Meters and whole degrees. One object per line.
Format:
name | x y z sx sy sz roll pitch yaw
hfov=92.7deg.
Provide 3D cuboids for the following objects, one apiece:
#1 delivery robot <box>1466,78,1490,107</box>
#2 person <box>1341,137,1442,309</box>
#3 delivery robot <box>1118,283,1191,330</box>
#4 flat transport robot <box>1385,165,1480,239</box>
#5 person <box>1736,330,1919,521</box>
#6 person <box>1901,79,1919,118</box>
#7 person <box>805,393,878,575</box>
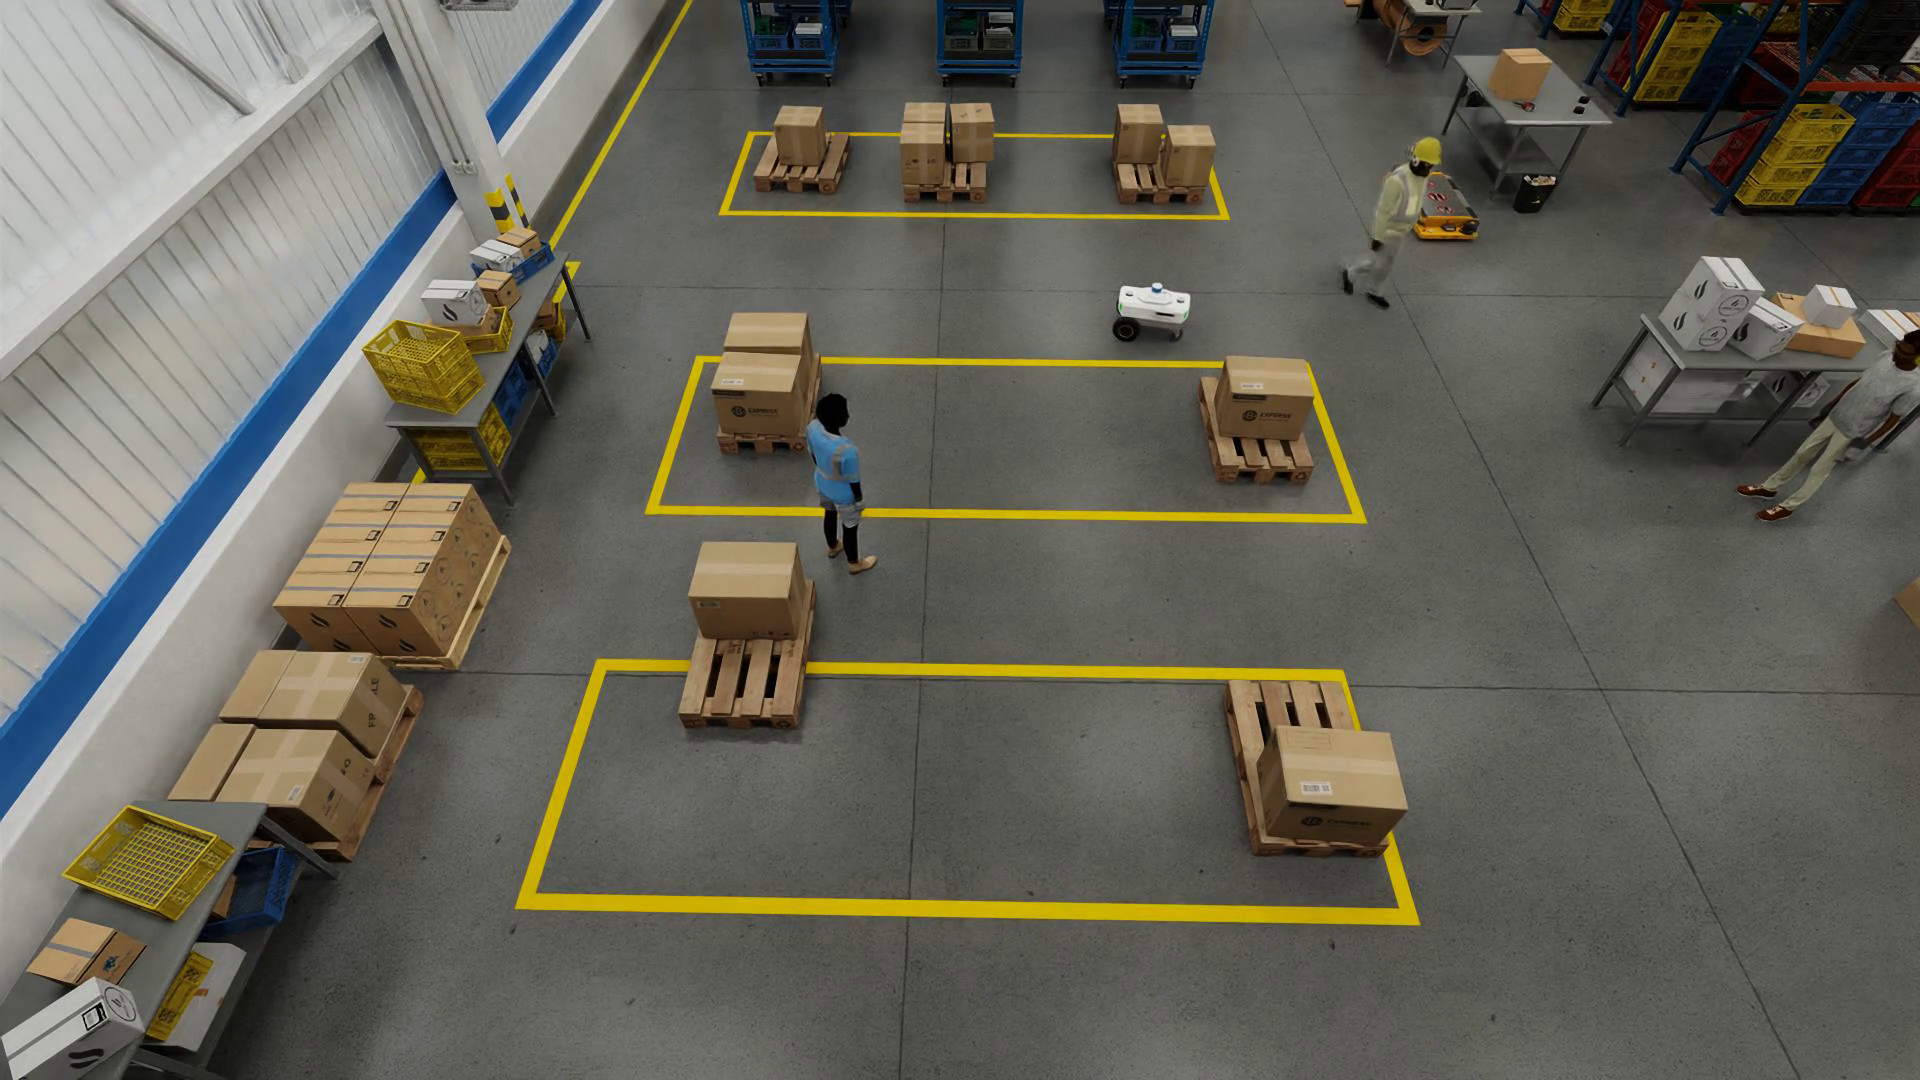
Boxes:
delivery robot | 7.380 -6.409 12.817 0.477 0.478 0.707 1 49 1
person | 4.377 -3.188 9.258 0.617 1.811 0.485 -29 55 -23
delivery robot | 1.974 -2.384 9.332 0.707 0.478 0.477 10 50 8
flat transport robot | 5.692 -4.094 11.059 0.652 0.197 1.431 1 49 1
person | 6.967 -0.885 7.236 0.330 1.865 0.518 2 49 1
person | 12.152 -5.759 11.441 0.346 1.882 0.584 15 51 13
person | -0.909 -0.410 6.930 0.320 1.698 0.537 -35 58 -26
